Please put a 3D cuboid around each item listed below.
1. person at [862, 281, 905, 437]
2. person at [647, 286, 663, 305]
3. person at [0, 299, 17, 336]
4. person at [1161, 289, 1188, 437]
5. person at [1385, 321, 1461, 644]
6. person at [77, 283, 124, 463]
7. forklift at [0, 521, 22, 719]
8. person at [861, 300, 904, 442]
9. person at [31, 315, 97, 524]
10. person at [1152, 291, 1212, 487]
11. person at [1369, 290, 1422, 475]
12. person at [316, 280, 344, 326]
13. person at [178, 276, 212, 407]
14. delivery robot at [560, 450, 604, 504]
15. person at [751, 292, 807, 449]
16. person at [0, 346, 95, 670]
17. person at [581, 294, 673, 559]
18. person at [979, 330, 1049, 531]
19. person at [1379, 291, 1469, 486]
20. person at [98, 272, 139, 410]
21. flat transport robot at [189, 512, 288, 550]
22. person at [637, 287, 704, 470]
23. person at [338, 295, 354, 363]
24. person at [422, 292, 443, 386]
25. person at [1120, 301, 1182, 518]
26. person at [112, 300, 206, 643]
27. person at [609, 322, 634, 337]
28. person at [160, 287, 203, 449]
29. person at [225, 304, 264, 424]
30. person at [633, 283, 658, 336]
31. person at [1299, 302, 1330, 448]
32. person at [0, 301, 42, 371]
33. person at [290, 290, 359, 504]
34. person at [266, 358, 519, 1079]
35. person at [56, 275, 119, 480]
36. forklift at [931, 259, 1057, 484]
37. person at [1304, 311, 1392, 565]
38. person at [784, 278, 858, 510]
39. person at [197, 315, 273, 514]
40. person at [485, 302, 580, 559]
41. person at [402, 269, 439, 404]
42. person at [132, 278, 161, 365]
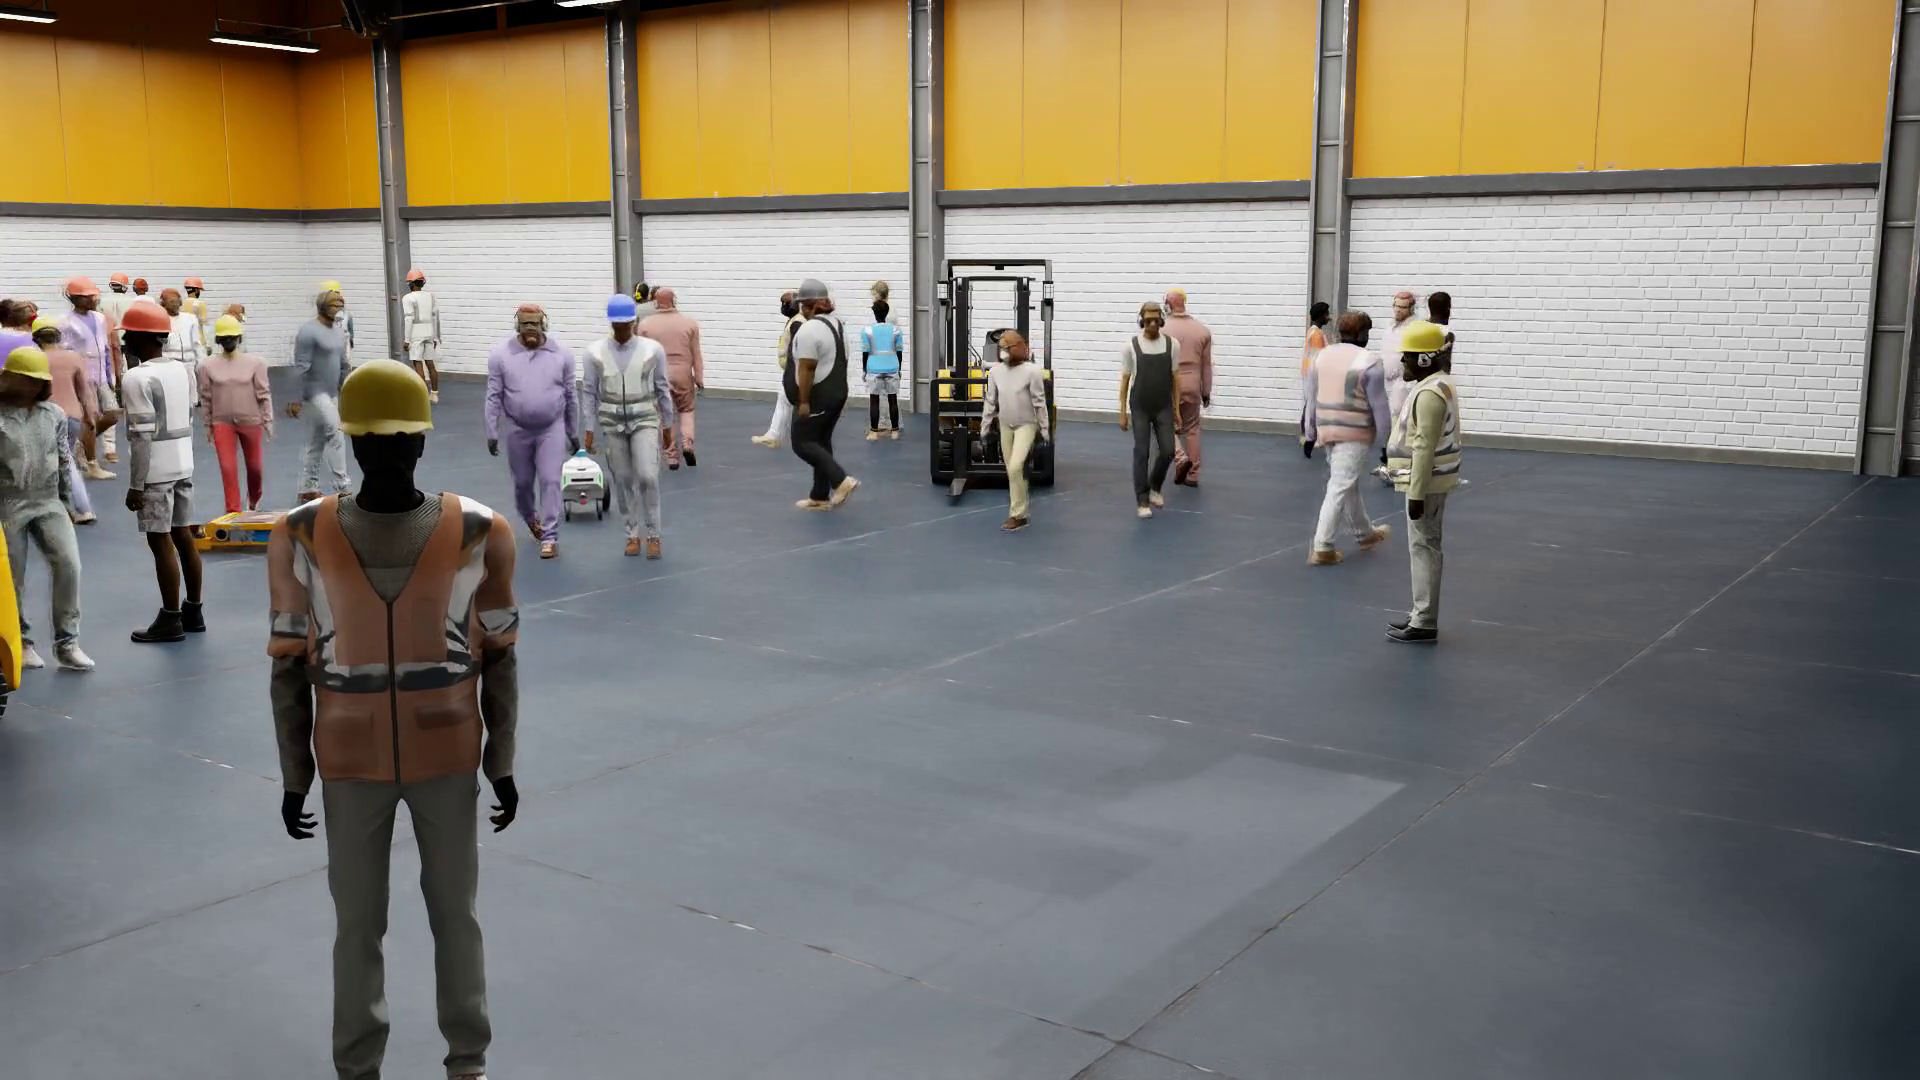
[{"bbox_3d":[-0.939,-2.228,20.559,0.506,1.924,0.688,-1,10,-6],"label":"person"},{"bbox_3d":[-4.450,-2.745,23.902,0.634,1.815,0.781,7,12,36],"label":"person"},{"bbox_3d":[-8.818,-1.332,15.501,0.492,1.808,1.021,-2,10,-12],"label":"person"},{"bbox_3d":[2.615,-2.159,20.365,0.586,1.824,0.403,-5,11,-29],"label":"person"},{"bbox_3d":[2.620,-0.324,9.436,0.403,1.825,0.593,3,10,19],"label":"person"},{"bbox_3d":[-9.375,-1.819,17.940,0.621,1.964,0.781,-8,12,-39],"label":"person"},{"bbox_3d":[-5.296,-0.090,6.943,1.214,2.155,2.313,7,12,35],"label":"forklift"},{"bbox_3d":[-0.932,-2.019,19.916,0.532,1.695,0.319,-3,10,-16],"label":"person"},{"bbox_3d":[-7.453,-0.987,13.713,0.878,1.705,0.546,6,11,33],"label":"person"},{"bbox_3d":[2.087,-1.420,15.793,0.710,1.879,0.519,-3,10,-20],"label":"person"},{"bbox_3d":[4.507,-1.586,16.812,0.697,1.871,0.650,-3,10,-16],"label":"person"},{"bbox_3d":[-9.565,-2.996,25.235,1.045,1.859,0.594,-2,10,-10],"label":"person"},{"bbox_3d":[-11.246,-2.910,24.506,0.542,1.936,0.362,3,10,19],"label":"person"},{"bbox_3d":[-3.221,-0.524,14.121,0.477,0.478,0.707,-3,10,-15],"label":"delivery robot"},{"bbox_3d":[-1.962,-1.912,18.957,0.926,1.796,0.649,-2,10,-11],"label":"person"},{"bbox_3d":[-4.826,-0.146,8.681,0.711,1.705,0.515,7,12,35],"label":"person"},{"bbox_3d":[-2.414,-0.811,12.037,0.631,1.919,0.669,-1,10,-3],"label":"person"},{"bbox_3d":[0.397,-0.854,13.207,0.541,1.609,0.632,7,12,36],"label":"person"},{"bbox_3d":[4.455,-1.437,15.917,0.940,1.885,0.604,-4,10,-24],"label":"person"},{"bbox_3d":[-12.111,-2.868,24.081,0.622,1.992,0.395,-1,10,-5],"label":"person"},{"bbox_3d":[-5.070,-0.087,12.645,1.431,0.197,0.652,-1,10,-5],"label":"flat transport robot"},{"bbox_3d":[-3.000,-1.665,17.236,0.663,1.884,0.416,-2,10,-12],"label":"person"},{"bbox_3d":[-10.611,-3.382,28.311,0.545,1.602,0.738,-8,12,-39],"label":"person"},{"bbox_3d":[-9.197,-3.479,28.815,0.425,1.618,0.533,8,13,40],"label":"person"},{"bbox_3d":[1.603,-1.095,14.005,0.541,1.828,0.448,-1,10,-7],"label":"person"},{"bbox_3d":[-4.560,-0.387,9.462,0.352,1.942,0.545,1,10,5],"label":"person"},{"bbox_3d":[-4.615,-2.451,22.697,0.406,1.620,0.563,4,10,22],"label":"person"},{"bbox_3d":[-9.077,-1.987,19.222,0.692,1.861,0.584,8,13,40],"label":"person"},{"bbox_3d":[-9.554,-2.299,21.847,0.746,1.609,0.496,-1,10,-3],"label":"person"},{"bbox_3d":[-4.431,-2.649,23.186,0.369,1.853,0.537,7,12,34],"label":"person"},{"bbox_3d":[4.122,-1.914,19.307,0.320,1.689,0.525,1,10,7],"label":"person"},{"bbox_3d":[-7.956,-1.141,14.329,0.565,1.808,0.903,3,10,16],"label":"person"},{"bbox_3d":[-5.513,-1.241,14.674,0.863,1.900,0.649,1,10,7],"label":"person"},{"bbox_3d":[-1.369,0.523,4.080,0.586,1.930,0.360,-3,10,-16],"label":"person"},{"bbox_3d":[-8.626,-1.591,16.387,0.532,2.023,0.625,2,10,12],"label":"person"},{"bbox_3d":[0.370,-1.738,16.759,1.214,2.155,2.313,1,10,3],"label":"forklift"},{"bbox_3d":[2.869,-0.739,11.970,0.952,1.797,0.656,-6,11,-32],"label":"person"},{"bbox_3d":[-1.193,-1.239,14.243,0.638,2.000,0.695,4,10,21],"label":"person"},{"bbox_3d":[-5.807,-0.941,13.372,0.528,1.746,0.735,-4,10,-22],"label":"person"},{"bbox_3d":[-3.169,-0.833,12.361,0.682,1.872,0.844,-2,10,-11],"label":"person"},{"bbox_3d":[-8.134,-3.048,25.007,0.394,2.042,0.611,5,11,29],"label":"person"},{"bbox_3d":[-13.108,-3.260,26.751,0.358,1.882,0.574,7,12,34],"label":"person"}]
